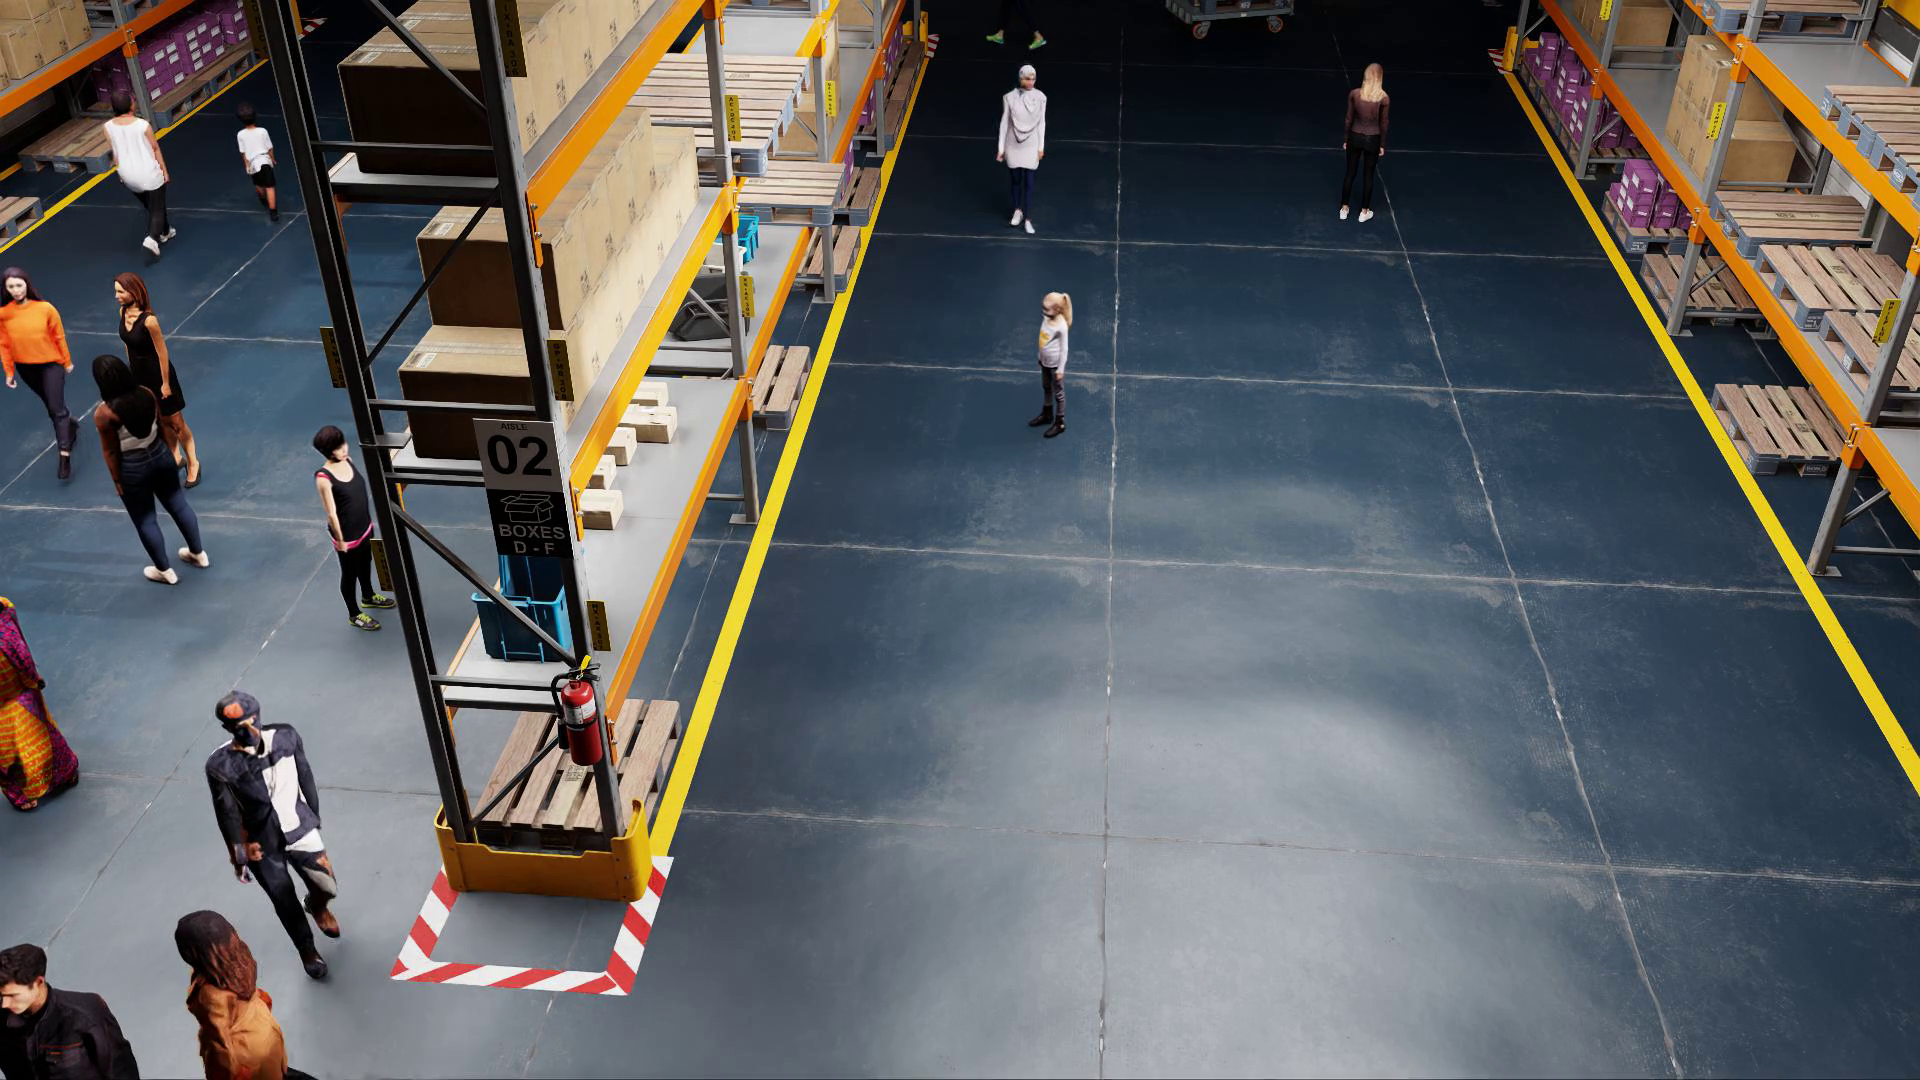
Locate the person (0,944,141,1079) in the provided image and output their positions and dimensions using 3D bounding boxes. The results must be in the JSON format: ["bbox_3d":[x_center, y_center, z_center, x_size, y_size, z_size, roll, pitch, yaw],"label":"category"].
[{"bbox_3d":[-3.882,2.477,7.374,0.698,1.944,0.580,4,34,5],"label":"person"}]

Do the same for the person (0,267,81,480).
[{"bbox_3d":[-7.421,-1.420,13.461,0.839,1.696,1.197,-6,34,-9],"label":"person"}]

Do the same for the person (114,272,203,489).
[{"bbox_3d":[-6.318,-1.244,13.071,0.652,1.835,0.647,16,37,23],"label":"person"}]

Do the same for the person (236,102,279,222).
[{"bbox_3d":[-7.487,-4.018,17.799,0.744,1.223,0.934,-13,36,-18],"label":"person"}]

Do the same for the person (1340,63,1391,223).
[{"bbox_3d":[4.292,-4.227,17.679,0.668,1.703,0.629,15,37,22],"label":"person"}]

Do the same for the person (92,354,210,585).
[{"bbox_3d":[-5.875,-0.521,12.010,0.798,1.806,0.693,20,38,27],"label":"person"}]

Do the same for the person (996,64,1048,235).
[{"bbox_3d":[0.663,-4.160,17.526,0.658,1.762,0.846,5,34,8],"label":"person"}]

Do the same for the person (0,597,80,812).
[{"bbox_3d":[-5.789,0.858,10.044,0.822,1.686,0.737,20,38,27],"label":"person"}]

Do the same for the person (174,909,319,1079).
[{"bbox_3d":[-3.232,2.365,7.761,0.922,1.704,0.899,-8,34,-12],"label":"person"}]

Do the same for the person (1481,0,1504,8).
[{"bbox_3d":[7.977,-8.876,24.539,0.727,1.851,0.512,6,34,9],"label":"person"}]

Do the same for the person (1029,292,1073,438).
[{"bbox_3d":[0.789,-1.500,13.959,0.640,1.279,0.565,-17,37,-24],"label":"person"}]

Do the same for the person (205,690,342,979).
[{"bbox_3d":[-3.663,1.533,8.853,0.854,1.880,0.911,-24,40,-31],"label":"person"}]

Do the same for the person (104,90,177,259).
[{"bbox_3d":[-8.357,-3.717,16.950,0.656,1.661,1.017,4,34,6],"label":"person"}]

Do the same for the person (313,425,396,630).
[{"bbox_3d":[-4.270,-0.115,11.629,0.613,1.552,0.454,5,34,8],"label":"person"}]

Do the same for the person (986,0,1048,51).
[{"bbox_3d":[0.841,-7.514,22.658,0.940,1.665,1.178,14,36,19],"label":"person"}]
